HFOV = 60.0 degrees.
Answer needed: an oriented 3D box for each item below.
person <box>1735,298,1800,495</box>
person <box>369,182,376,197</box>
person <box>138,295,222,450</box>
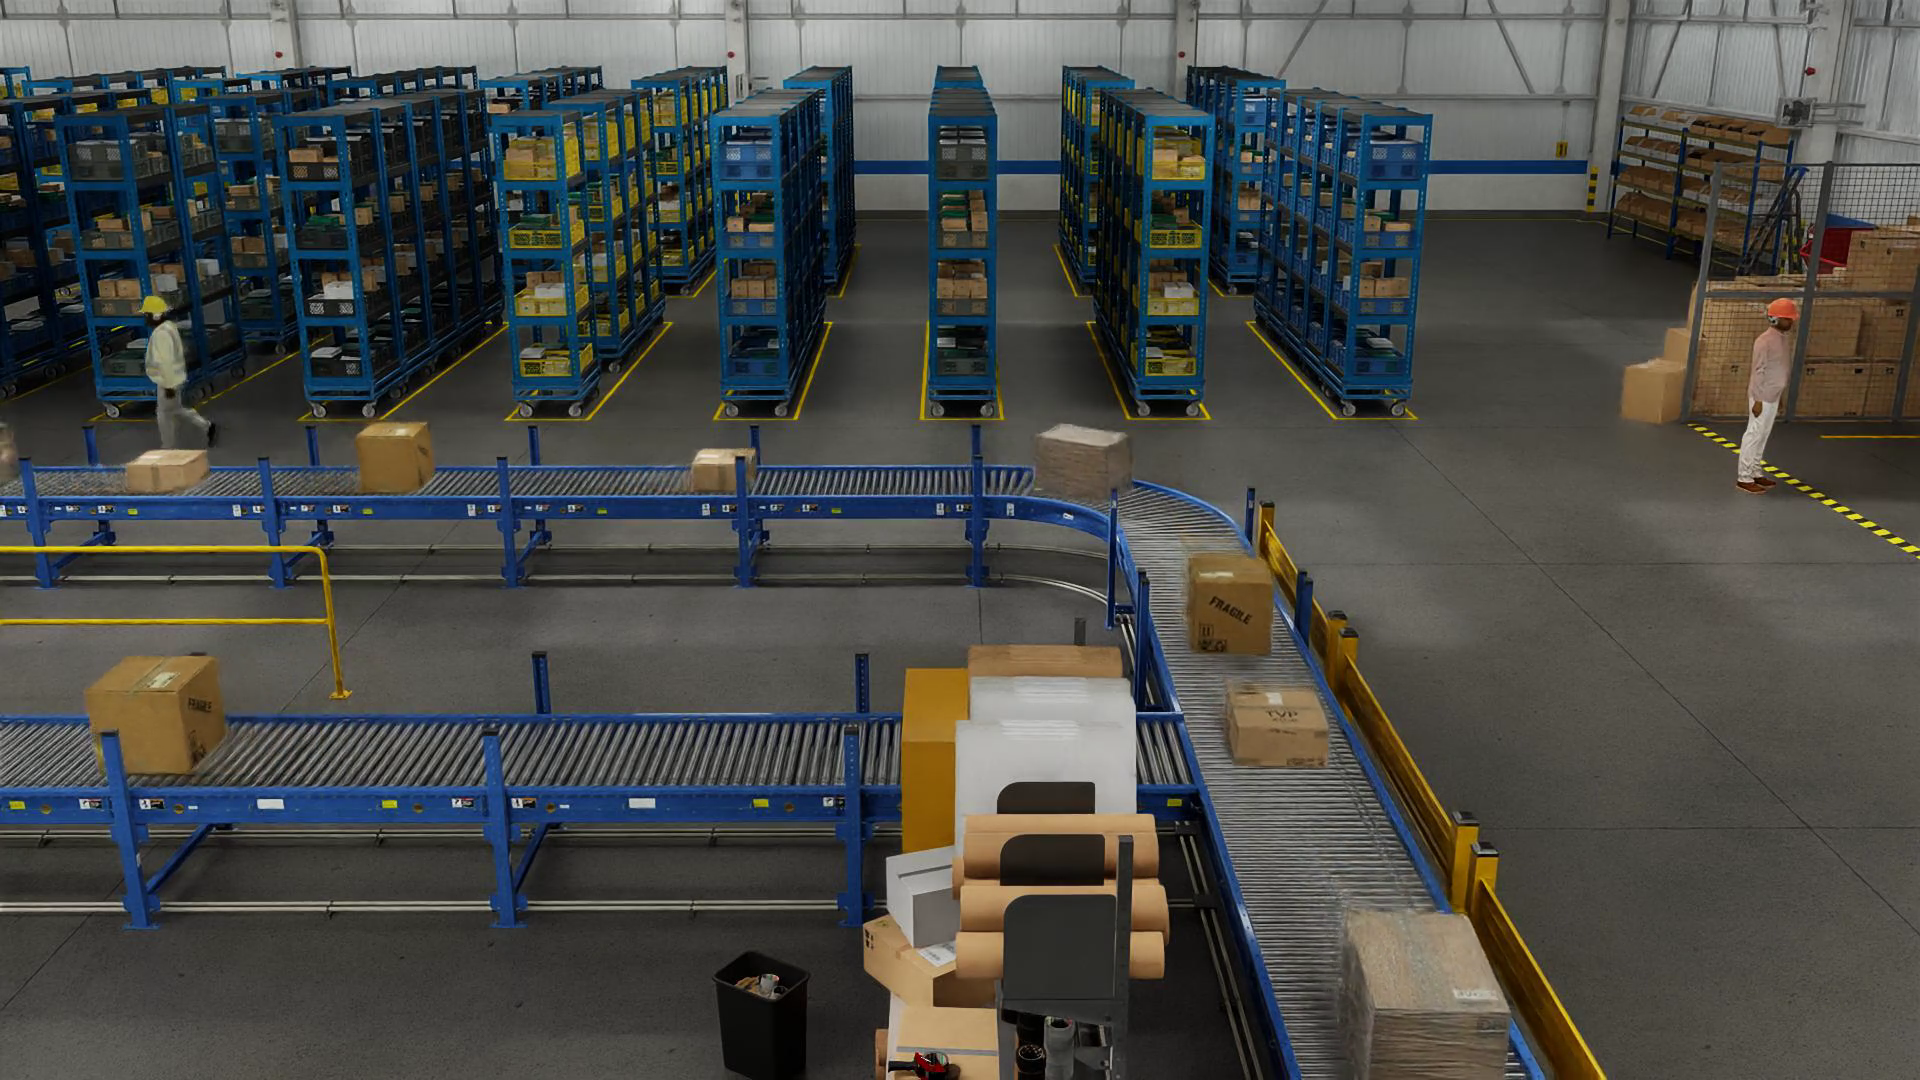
[{"bbox_3d":[8.231,-1.471,16.945,0.382,1.995,0.612,17,24,42],"label":"person"},{"bbox_3d":[-11.325,-6.332,32.203,0.572,1.824,0.721,-3,18,-9],"label":"person"},{"bbox_3d":[-8.599,-1.790,18.231,0.673,1.814,0.600,-6,19,-17],"label":"person"}]
